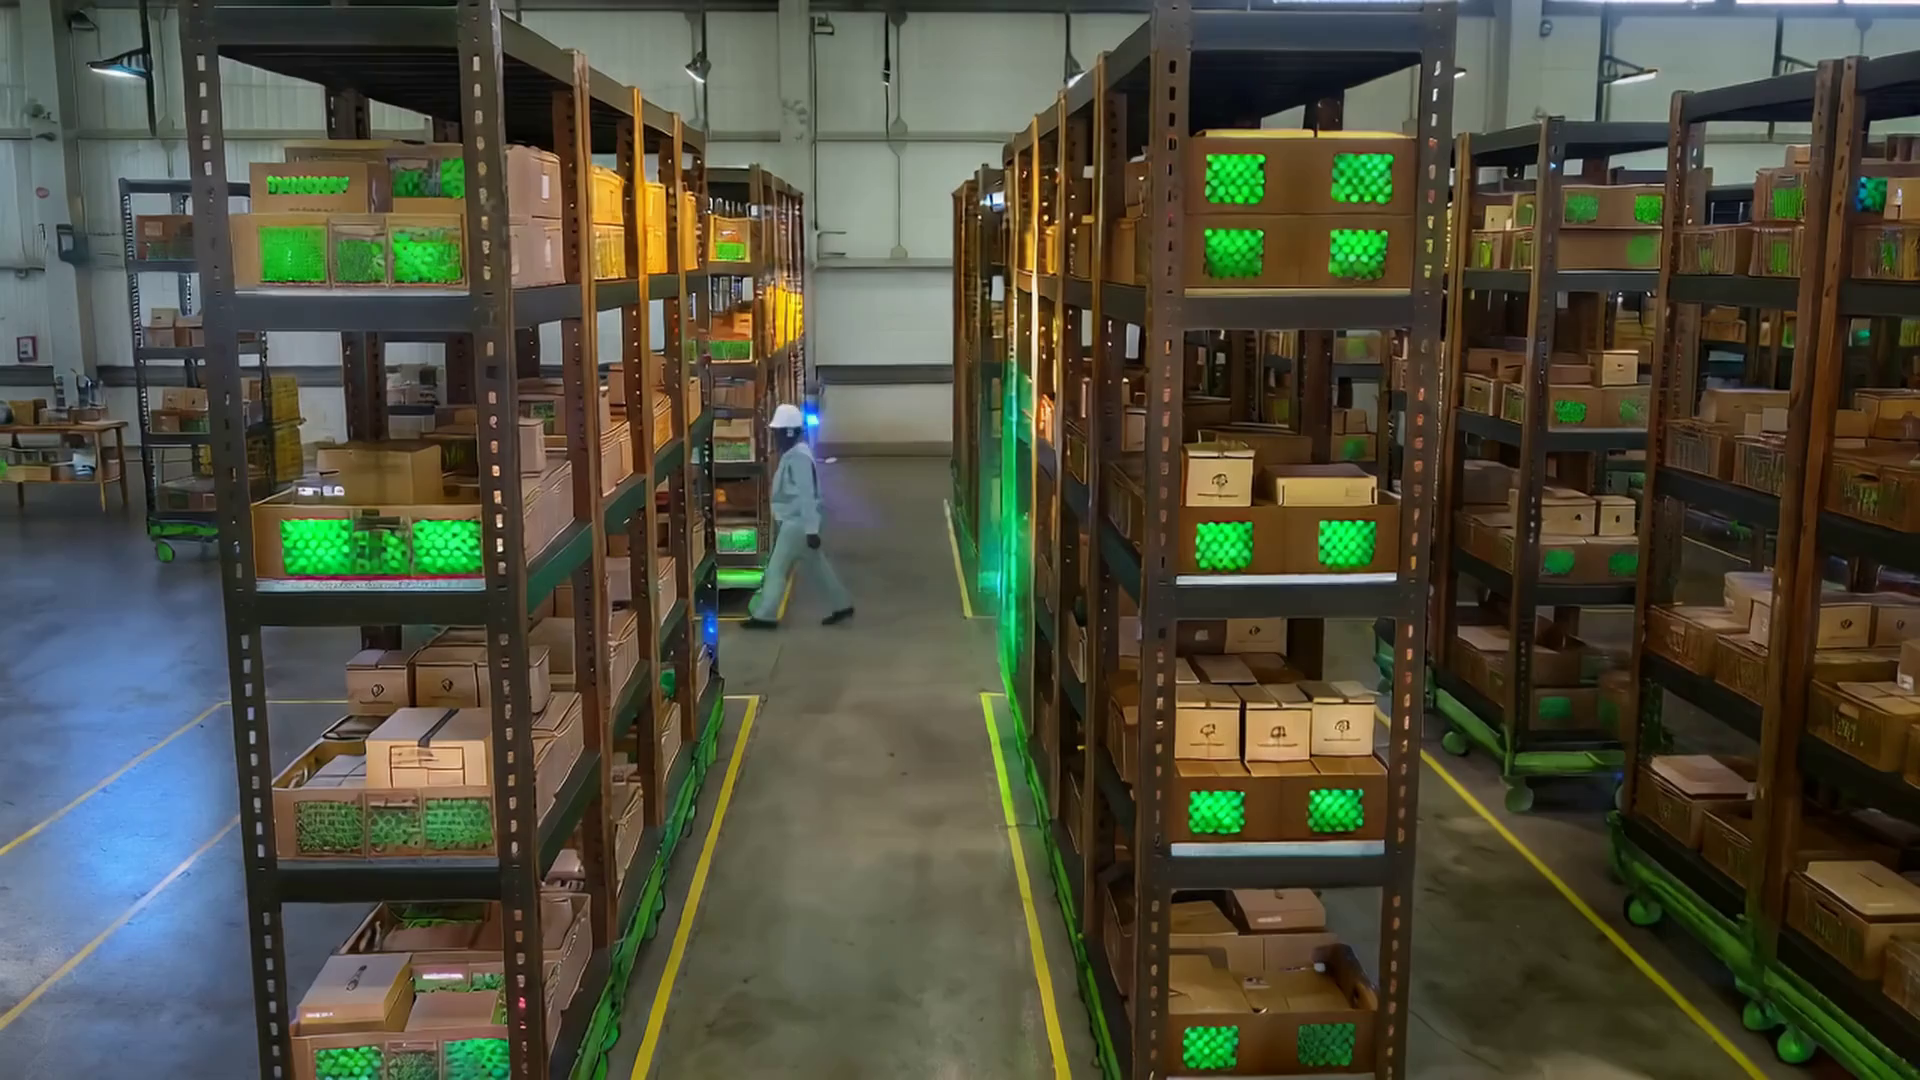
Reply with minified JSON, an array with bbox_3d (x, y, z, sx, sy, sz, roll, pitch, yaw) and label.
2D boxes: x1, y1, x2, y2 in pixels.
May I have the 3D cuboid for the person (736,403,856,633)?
[{"bbox_3d":[-1.242,-0.169,12.897,0.939,1.792,0.591,-1,10,-5],"label":"person"}]
